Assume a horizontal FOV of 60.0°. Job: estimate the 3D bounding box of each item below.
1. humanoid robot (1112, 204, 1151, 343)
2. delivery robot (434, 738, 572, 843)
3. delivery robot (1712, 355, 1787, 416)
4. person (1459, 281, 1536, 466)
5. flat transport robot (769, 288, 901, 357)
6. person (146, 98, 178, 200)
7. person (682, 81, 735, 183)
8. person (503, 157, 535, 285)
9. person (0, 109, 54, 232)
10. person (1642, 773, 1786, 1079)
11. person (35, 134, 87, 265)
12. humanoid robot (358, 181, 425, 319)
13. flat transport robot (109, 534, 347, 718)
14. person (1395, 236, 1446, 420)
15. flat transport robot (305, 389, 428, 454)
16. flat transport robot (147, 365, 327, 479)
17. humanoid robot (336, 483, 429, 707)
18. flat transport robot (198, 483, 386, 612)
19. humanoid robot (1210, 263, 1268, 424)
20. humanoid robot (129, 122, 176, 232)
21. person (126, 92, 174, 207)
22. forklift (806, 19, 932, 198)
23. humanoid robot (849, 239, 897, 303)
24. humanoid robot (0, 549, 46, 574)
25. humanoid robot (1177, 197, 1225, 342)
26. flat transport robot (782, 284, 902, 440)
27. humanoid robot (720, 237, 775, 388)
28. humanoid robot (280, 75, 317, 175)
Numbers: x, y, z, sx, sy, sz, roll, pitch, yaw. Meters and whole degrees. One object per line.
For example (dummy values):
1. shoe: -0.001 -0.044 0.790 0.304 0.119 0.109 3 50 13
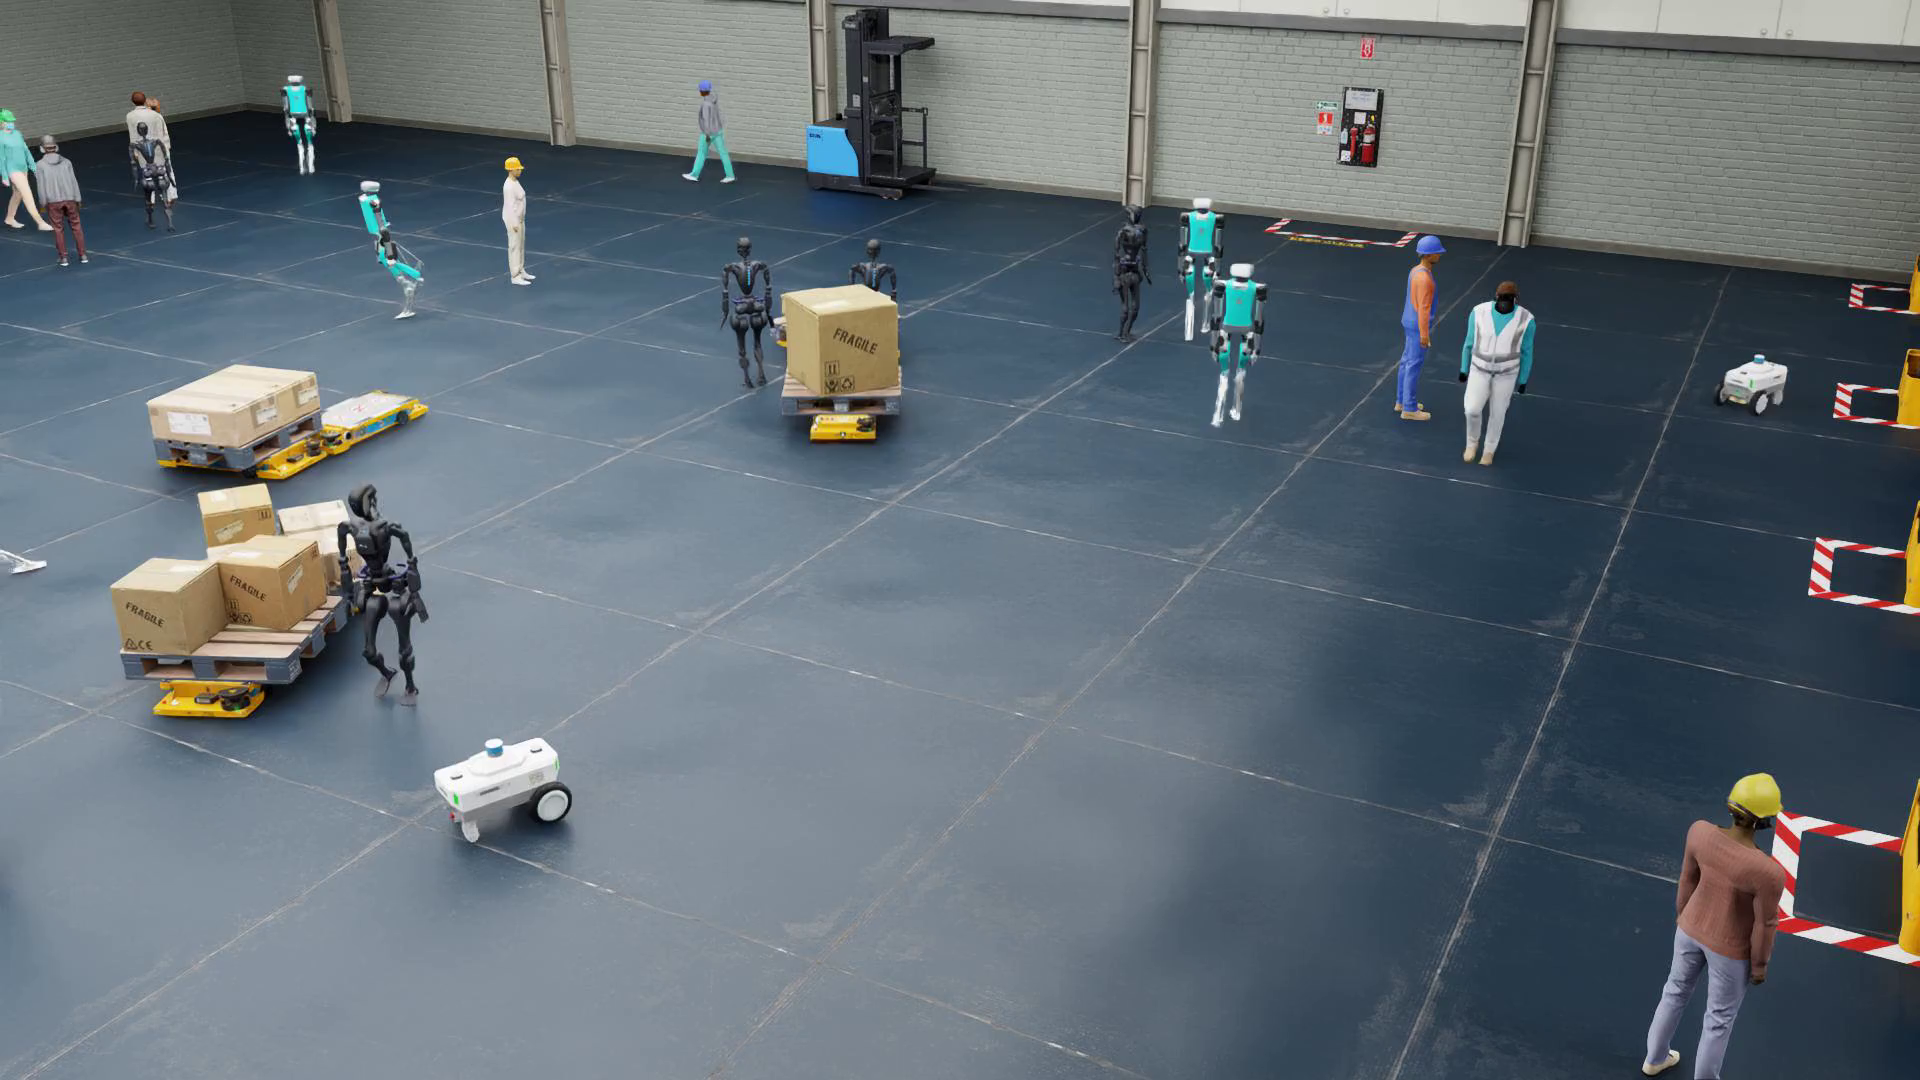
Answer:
1. humanoid robot: 2.028 -3.174 19.777 0.587 1.653 0.322 -20 31 -39
2. delivery robot: -2.828 1.507 10.292 0.766 0.595 0.505 -17 29 -34
3. delivery robot: 8.439 -1.674 17.669 0.756 0.571 0.499 -16 28 -32
4. person: 5.099 -1.578 15.862 0.658 1.825 0.479 9 25 21
5. flat transport robot: -1.440 -2.292 19.499 1.431 0.231 0.659 21 31 40
6. person: -13.184 -6.457 27.450 0.306 1.644 0.513 -11 26 -24
7. person: -4.337 -7.020 28.648 0.924 1.729 0.522 8 25 19
8. person: -5.953 -4.284 22.334 0.337 1.693 0.478 -1 23 -3
9. person: -14.328 -5.620 25.274 0.953 1.830 0.528 4 24 8
10. person: 3.614 1.885 7.892 0.341 1.758 0.518 -12 26 -26
11. person: -12.626 -4.777 23.339 0.550 1.806 0.381 -20 30 -39
12. humanoid robot: -6.989 -3.539 20.683 0.751 1.890 0.544 -16 28 -33
13. flat transport robot: -5.222 0.877 12.121 0.659 0.231 1.431 1 23 3
14. person: 4.756 -2.203 17.213 0.361 1.911 0.522 1 23 3
15. flat transport robot: -6.165 -1.215 16.992 0.659 0.231 1.431 9 25 20
16. flat transport robot: -6.954 -0.842 16.124 1.431 0.231 0.659 7 24 15
17. humanoid robot: -3.976 0.375 11.512 0.609 1.650 0.332 3 23 7
18. flat transport robot: -5.292 0.468 13.073 1.431 0.231 0.659 -11 26 -24
19. humanoid robot: 2.834 -2.010 17.008 0.545 1.787 0.804 5 24 11
20. humanoid robot: -12.279 -5.529 25.295 0.585 1.621 0.761 -18 29 -36
21. person: -13.103 -6.307 26.873 0.501 1.830 0.365 -12 26 -26
22. forklift: -1.573 -7.292 27.850 1.873 2.768 1.129 12 26 25
23. humanoid robot: -0.969 -2.447 18.109 0.610 1.628 0.637 -5 24 -11
24. humanoid robot: -8.110 -0.418 13.355 1.031 1.780 0.541 -13 27 -28
25. humanoid robot: 2.890 -3.289 20.012 0.532 1.798 0.859 4 24 9
26. flat transport robot: -1.214 -1.362 17.334 0.659 0.231 1.431 -1 23 -2
27. humanoid robot: -2.327 -2.476 18.158 0.616 1.644 0.329 -10 25 -23
28. humanoid robot: -11.559 -7.316 29.247 0.539 1.728 0.721 -5 24 -12
